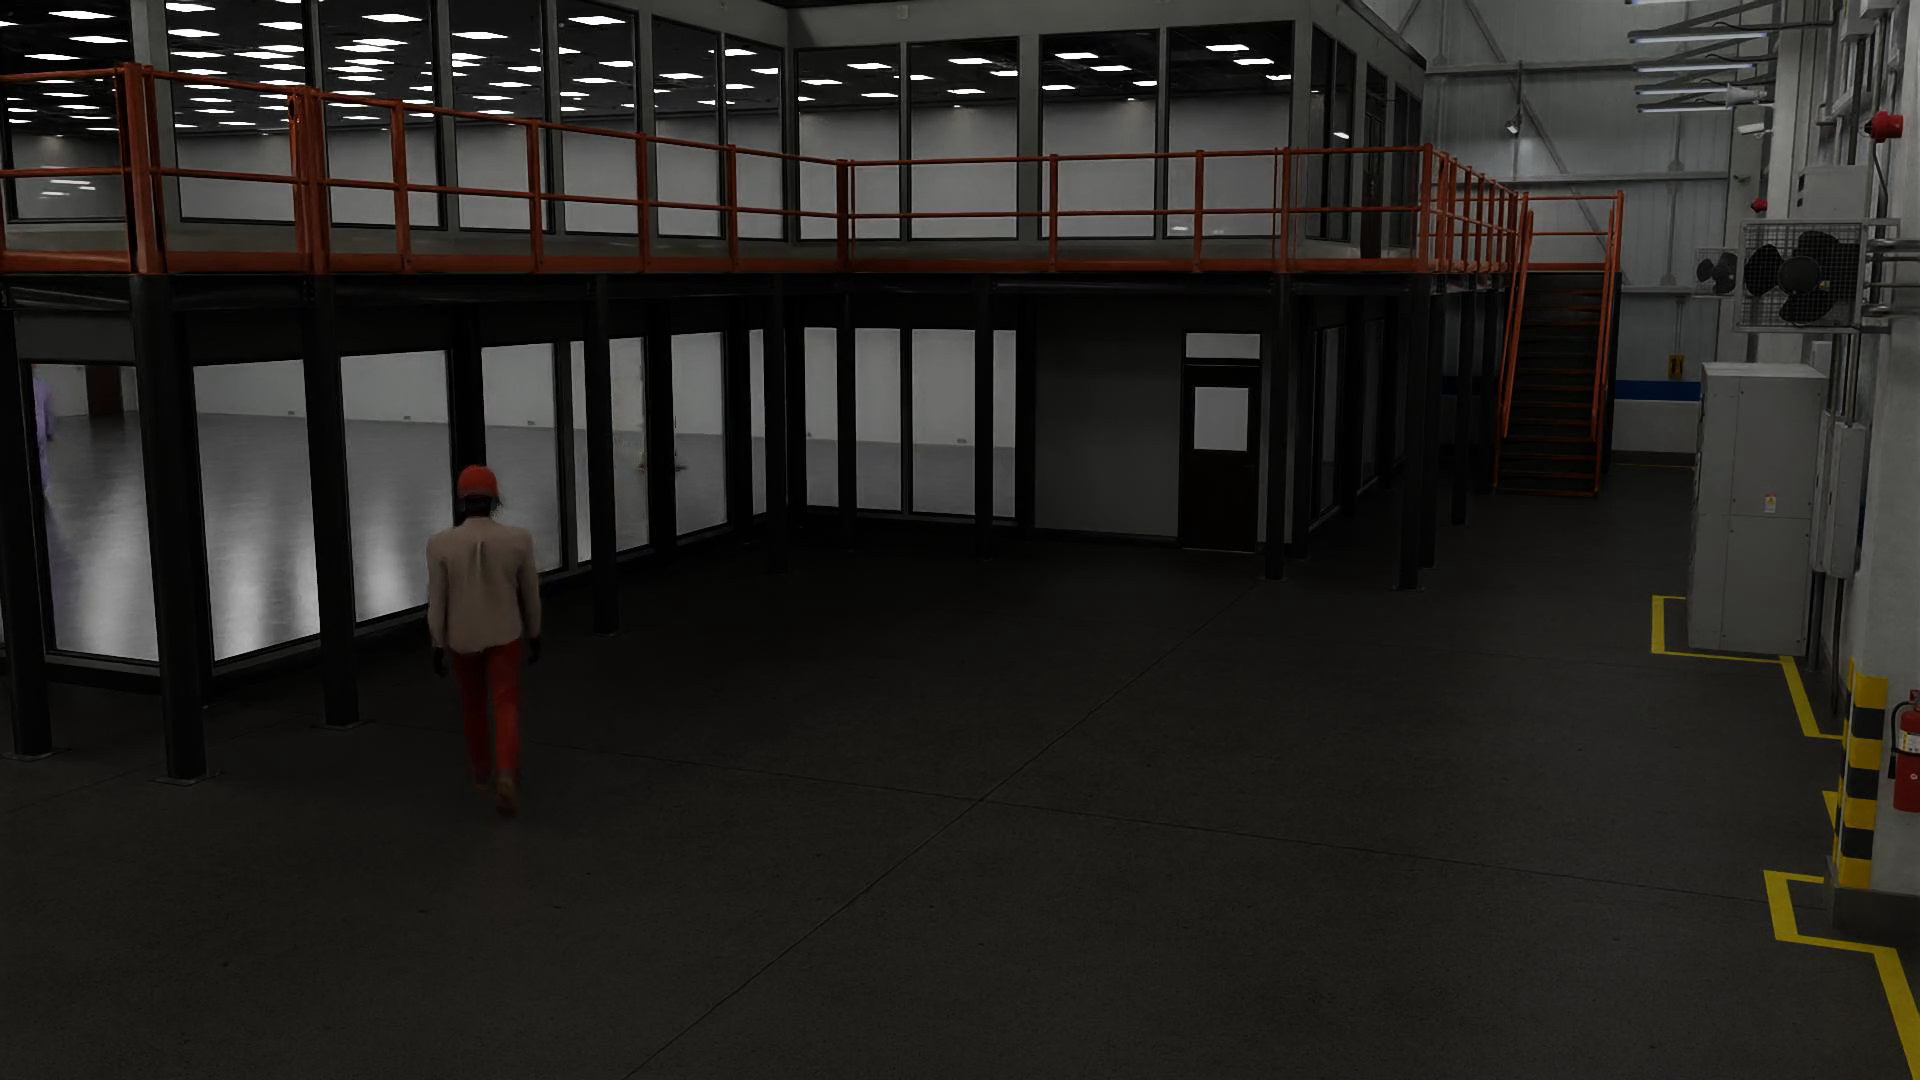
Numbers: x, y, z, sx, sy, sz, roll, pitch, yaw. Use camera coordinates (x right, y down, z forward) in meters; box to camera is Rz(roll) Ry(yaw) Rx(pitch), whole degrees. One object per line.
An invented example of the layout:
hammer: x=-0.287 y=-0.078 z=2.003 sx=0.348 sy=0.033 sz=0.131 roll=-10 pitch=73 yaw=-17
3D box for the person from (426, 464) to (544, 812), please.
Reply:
person: x=-2.703 y=0.552 z=9.499 sx=0.635 sy=1.970 sz=0.908 roll=-2 pitch=10 yaw=-15
